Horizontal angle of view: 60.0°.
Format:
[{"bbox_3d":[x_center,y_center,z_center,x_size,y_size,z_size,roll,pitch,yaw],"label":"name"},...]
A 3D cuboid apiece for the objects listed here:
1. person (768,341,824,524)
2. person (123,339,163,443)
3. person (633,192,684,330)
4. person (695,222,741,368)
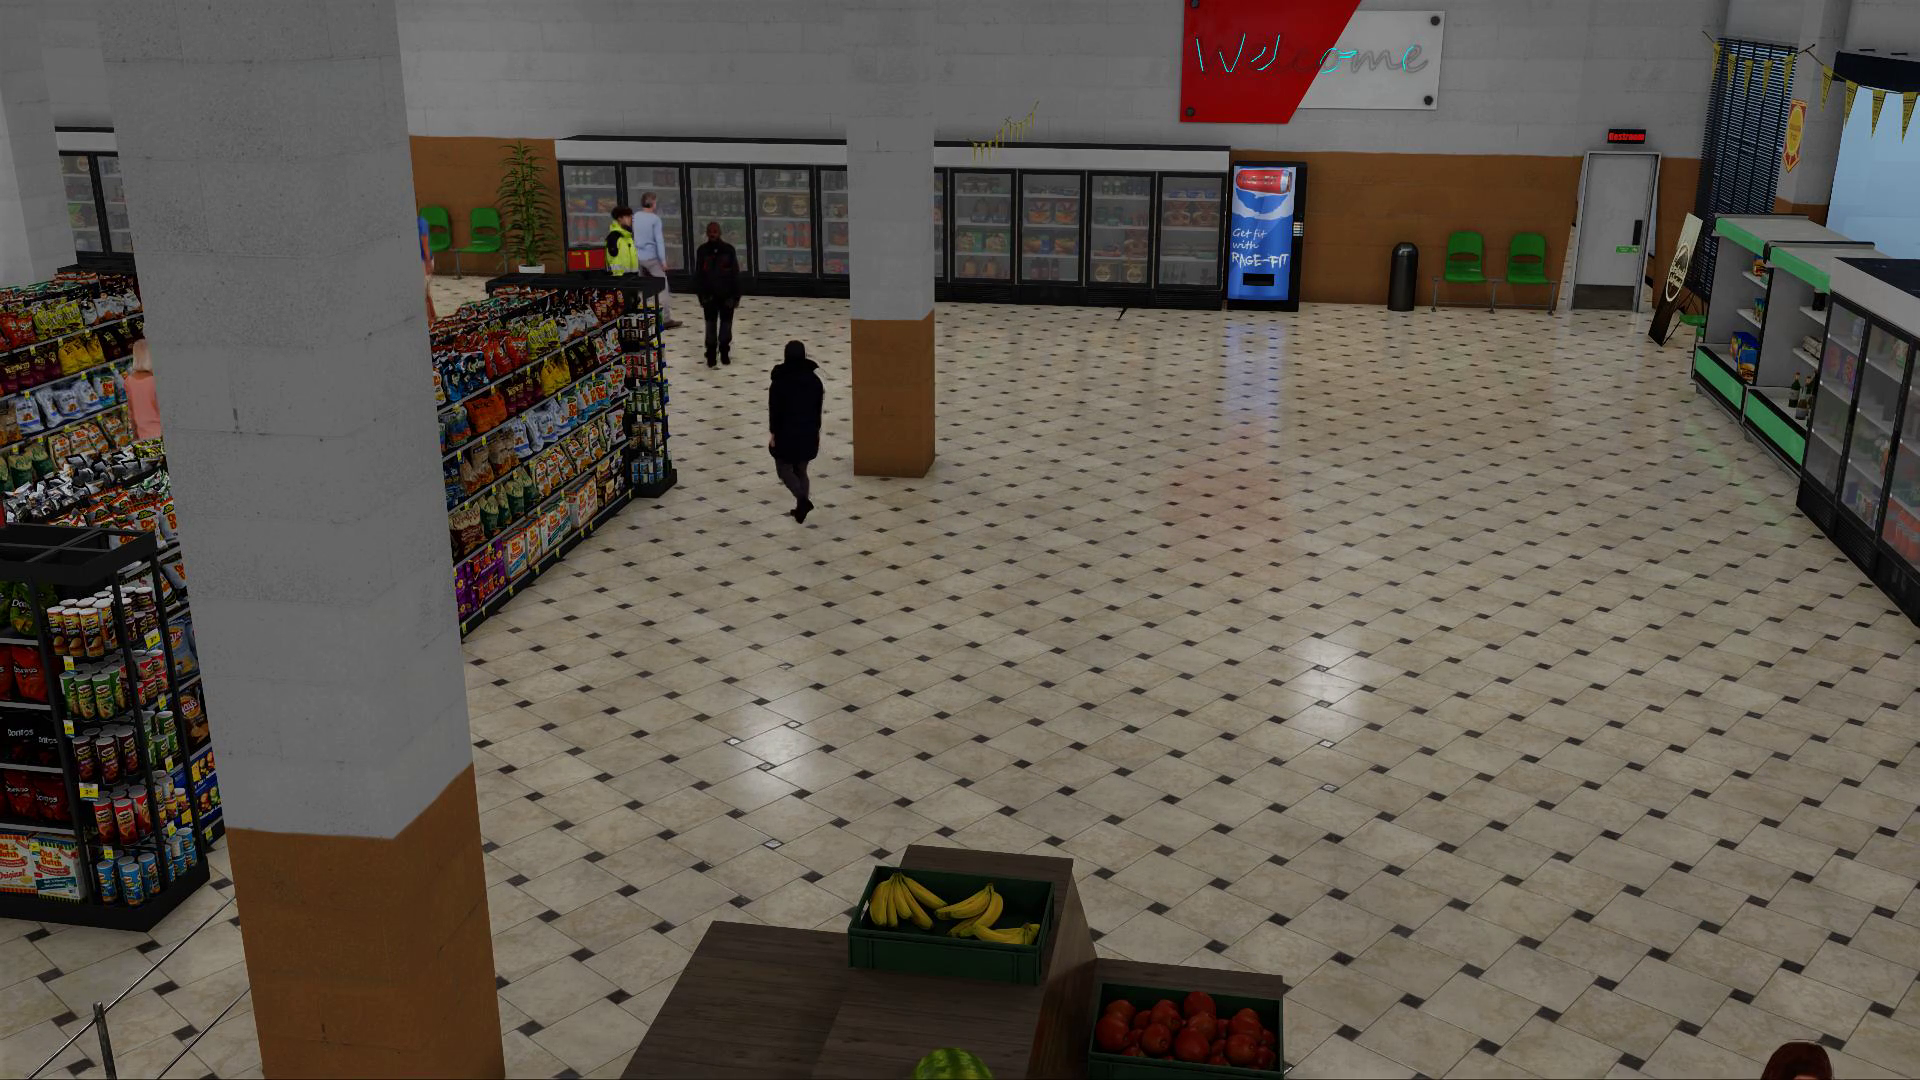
[{"bbox_3d":[-1.419,-0.914,14.603,0.899,1.664,0.965,-11,22,-30],"label":"person"},{"bbox_3d":[-6.986,-0.847,14.384,0.656,1.676,1.115,5,19,14],"label":"person"},{"bbox_3d":[-4.292,-3.854,23.019,1.072,1.857,0.998,11,21,29],"label":"person"},{"bbox_3d":[-3.015,-3.096,20.865,0.936,1.797,1.175,-3,19,-10],"label":"person"}]
